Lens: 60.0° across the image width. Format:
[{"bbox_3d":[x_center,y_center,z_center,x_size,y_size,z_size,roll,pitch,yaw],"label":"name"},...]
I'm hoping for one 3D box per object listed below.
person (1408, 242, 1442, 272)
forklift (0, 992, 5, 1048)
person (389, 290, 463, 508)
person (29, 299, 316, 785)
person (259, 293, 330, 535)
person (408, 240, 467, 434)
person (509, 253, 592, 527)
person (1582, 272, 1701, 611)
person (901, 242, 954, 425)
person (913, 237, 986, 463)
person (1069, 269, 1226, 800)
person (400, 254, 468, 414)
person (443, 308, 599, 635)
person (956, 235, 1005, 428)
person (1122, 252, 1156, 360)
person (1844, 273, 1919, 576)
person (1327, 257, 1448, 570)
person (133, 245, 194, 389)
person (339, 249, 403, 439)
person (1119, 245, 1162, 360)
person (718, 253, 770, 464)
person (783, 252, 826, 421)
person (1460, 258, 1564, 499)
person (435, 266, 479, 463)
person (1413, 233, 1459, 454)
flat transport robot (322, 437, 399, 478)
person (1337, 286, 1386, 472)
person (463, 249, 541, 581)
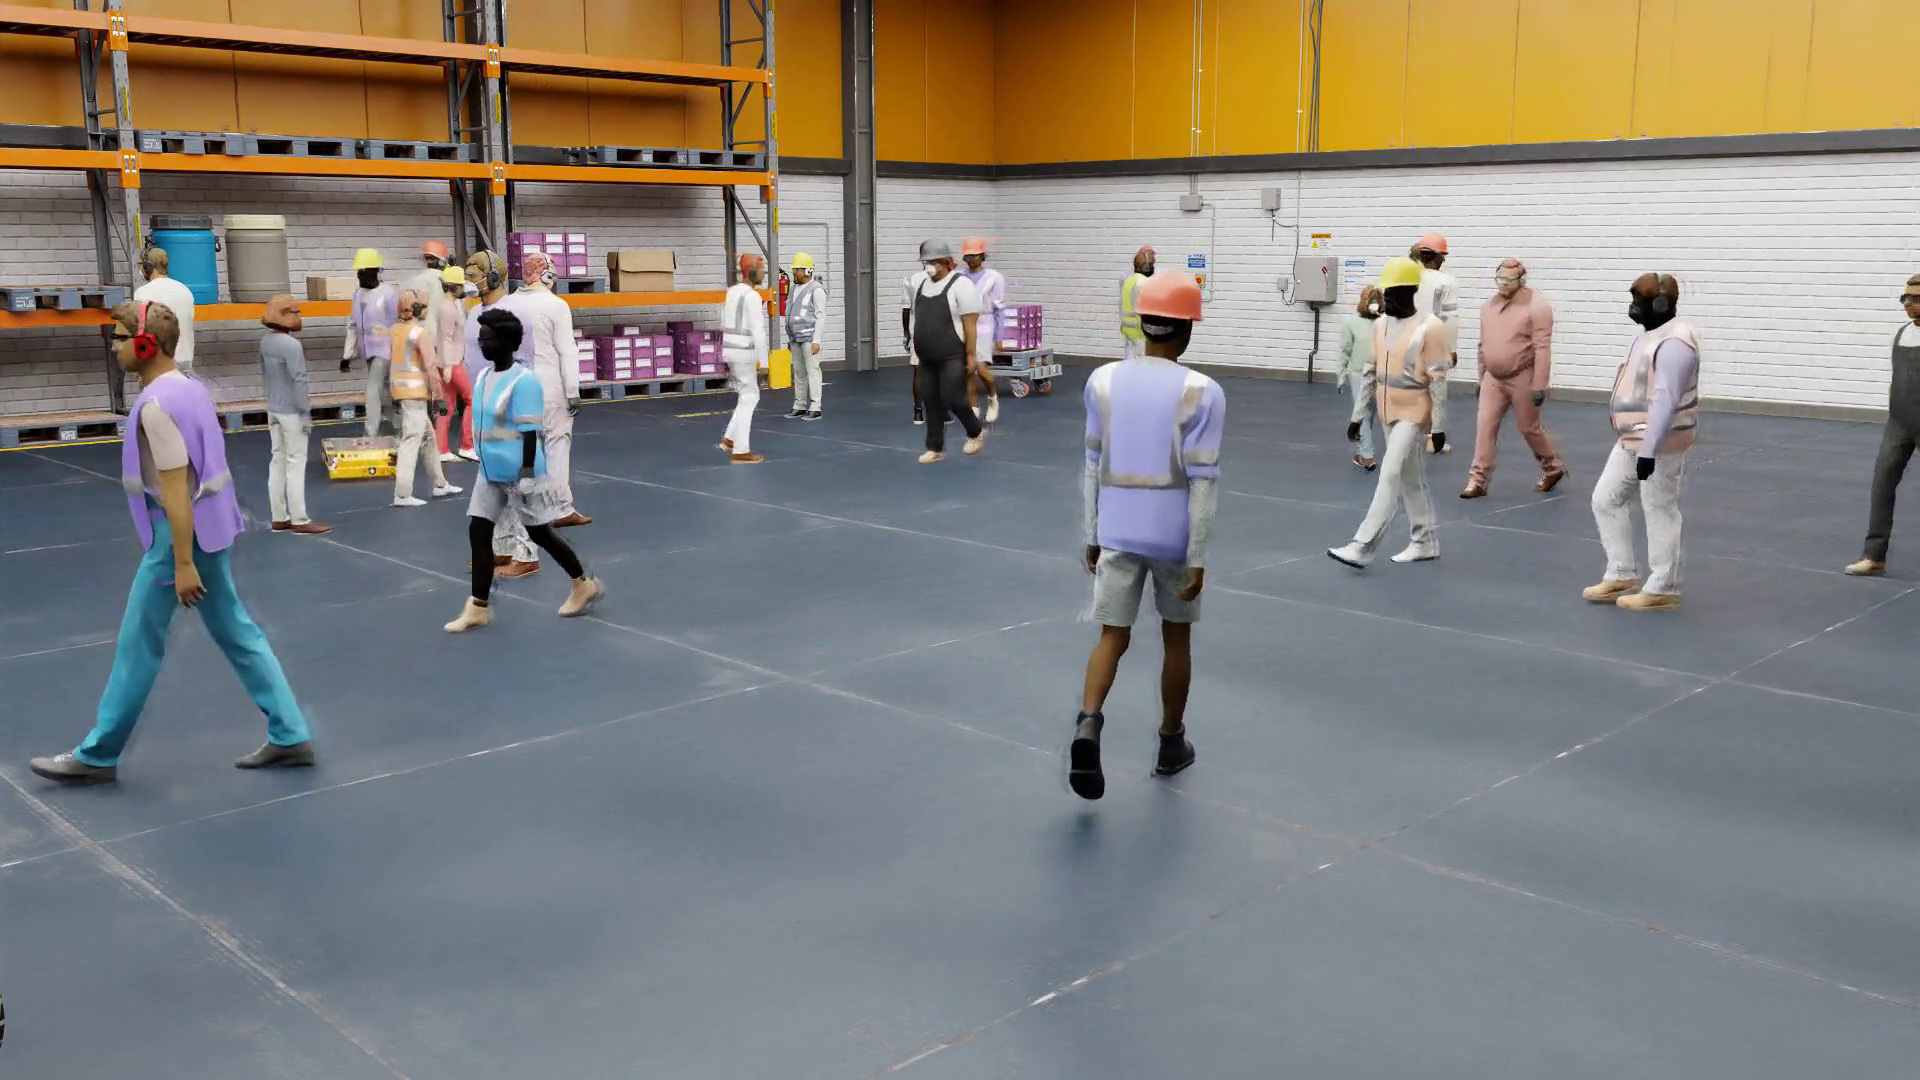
[{"bbox_3d":[5.448,-2.573,19.858,0.633,1.936,0.353,0,10,0],"label":"person"},{"bbox_3d":[-3.245,0.323,3.363,2.313,2.155,1.214,2,11,13],"label":"forklift"},{"bbox_3d":[-4.009,-1.064,12.522,0.743,1.609,0.544,-10,14,-43],"label":"person"},{"bbox_3d":[-2.922,0.013,6.156,0.992,1.793,0.586,-2,11,-11],"label":"person"},{"bbox_3d":[-4.550,-0.849,11.285,0.506,1.632,0.267,9,14,40],"label":"person"},{"bbox_3d":[-5.304,-2.081,17.110,0.645,1.952,0.932,3,11,15],"label":"person"},{"bbox_3d":[-2.890,-1.038,11.588,0.636,1.903,0.406,5,12,26],"label":"person"},{"bbox_3d":[3.625,-0.516,8.938,0.596,1.823,0.661,1,10,6],"label":"person"},{"bbox_3d":[-0.326,-2.213,17.818,0.609,1.963,0.369,2,11,10],"label":"person"},{"bbox_3d":[-0.124,-1.698,14.803,0.711,2.000,0.664,9,14,41],"label":"person"},{"bbox_3d":[0.660,-0.012,5.983,0.548,1.909,0.826,5,11,24],"label":"person"},{"bbox_3d":[-5.532,-2.142,17.818,0.965,1.820,0.519,-9,14,-40],"label":"person"},{"bbox_3d":[-2.271,-0.371,8.602,0.537,1.664,0.844,10,14,43],"label":"person"},{"bbox_3d":[0.164,-2.176,17.483,0.606,2.026,0.479,5,12,26],"label":"person"},{"bbox_3d":[2.034,-2.294,18.599,0.434,1.835,0.645,-3,11,-15],"label":"person"},{"bbox_3d":[5.762,-0.685,9.907,0.881,1.820,0.519,-4,11,-23],"label":"person"},{"bbox_3d":[2.584,-0.752,10.072,0.971,1.880,0.602,-4,11,-22],"label":"person"},{"bbox_3d":[-6.469,-1.420,13.568,0.352,1.937,0.635,2,11,10],"label":"person"},{"bbox_3d":[-5.394,-1.684,15.132,0.598,1.891,0.873,8,13,38],"label":"person"},{"bbox_3d":[2.317,-2.748,20.932,0.646,1.900,0.403,4,11,19],"label":"person"},{"bbox_3d":[-1.912,-1.604,14.779,0.424,1.866,0.652,-6,12,-32],"label":"person"},{"bbox_3d":[-1.719,-2.231,18.280,0.404,1.833,0.590,-9,14,-41],"label":"person"},{"bbox_3d":[4.322,-1.257,12.928,0.965,1.862,0.687,-8,13,-37],"label":"person"},{"bbox_3d":[-4.435,-1.547,14.780,0.599,1.739,0.545,-4,11,-20],"label":"person"},{"bbox_3d":[4.347,-1.816,15.442,0.615,2.041,0.378,10,14,43],"label":"person"},{"bbox_3d":[-5.132,-0.731,14.358,0.652,0.197,1.431,-4,11,-23],"label":"flat transport robot"},{"bbox_3d":[3.545,-1.390,14.339,0.519,1.579,0.842,-1,10,-4],"label":"person"},{"bbox_3d":[-2.710,-0.730,9.803,0.356,1.938,0.633,-9,14,-40],"label":"person"}]
